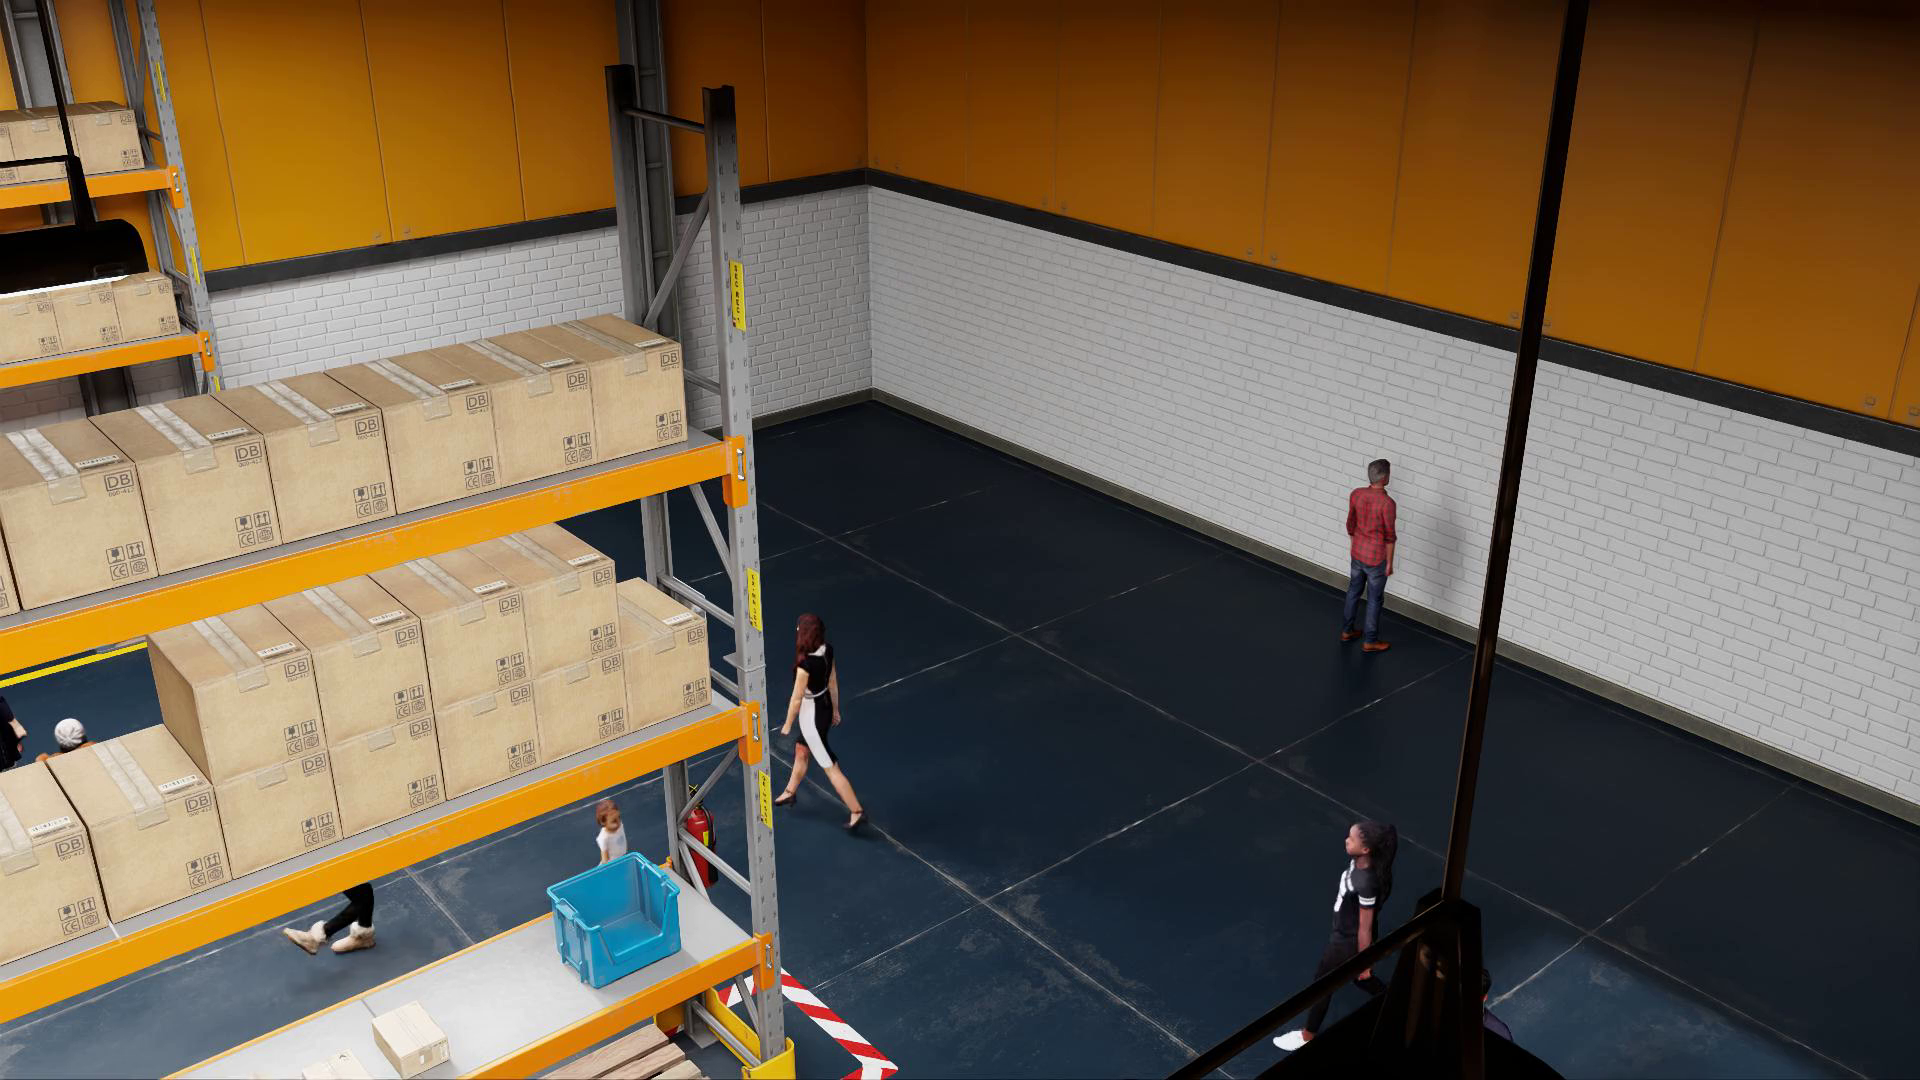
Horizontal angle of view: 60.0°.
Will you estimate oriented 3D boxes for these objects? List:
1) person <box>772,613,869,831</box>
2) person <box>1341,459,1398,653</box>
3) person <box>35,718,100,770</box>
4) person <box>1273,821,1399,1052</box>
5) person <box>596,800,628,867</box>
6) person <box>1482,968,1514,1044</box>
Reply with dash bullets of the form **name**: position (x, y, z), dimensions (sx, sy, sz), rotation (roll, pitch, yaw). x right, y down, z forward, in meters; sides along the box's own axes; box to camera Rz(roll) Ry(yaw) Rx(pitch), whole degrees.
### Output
- **person**: position (-0.998, 1.415, 12.414), dimensions (0.996, 1.748, 1.128), rotation (9, 25, 20)
- **person**: position (3.766, 0.123, 15.266), dimensions (0.573, 1.831, 0.705), rotation (-15, 28, -31)
- **person**: position (-5.923, 1.950, 11.333), dimensions (0.645, 1.633, 0.759), rotation (-7, 25, -16)
- **person**: position (2.478, 2.453, 10.103), dimensions (1.131, 1.697, 1.162), rotation (5, 24, 12)
- **person**: position (-2.425, 2.224, 11.481), dimensions (0.558, 1.012, 0.469), rotation (11, 26, 23)
- **person**: position (2.701, 2.969, 8.906), dimensions (0.786, 1.710, 0.945), rotation (15, 28, 31)
